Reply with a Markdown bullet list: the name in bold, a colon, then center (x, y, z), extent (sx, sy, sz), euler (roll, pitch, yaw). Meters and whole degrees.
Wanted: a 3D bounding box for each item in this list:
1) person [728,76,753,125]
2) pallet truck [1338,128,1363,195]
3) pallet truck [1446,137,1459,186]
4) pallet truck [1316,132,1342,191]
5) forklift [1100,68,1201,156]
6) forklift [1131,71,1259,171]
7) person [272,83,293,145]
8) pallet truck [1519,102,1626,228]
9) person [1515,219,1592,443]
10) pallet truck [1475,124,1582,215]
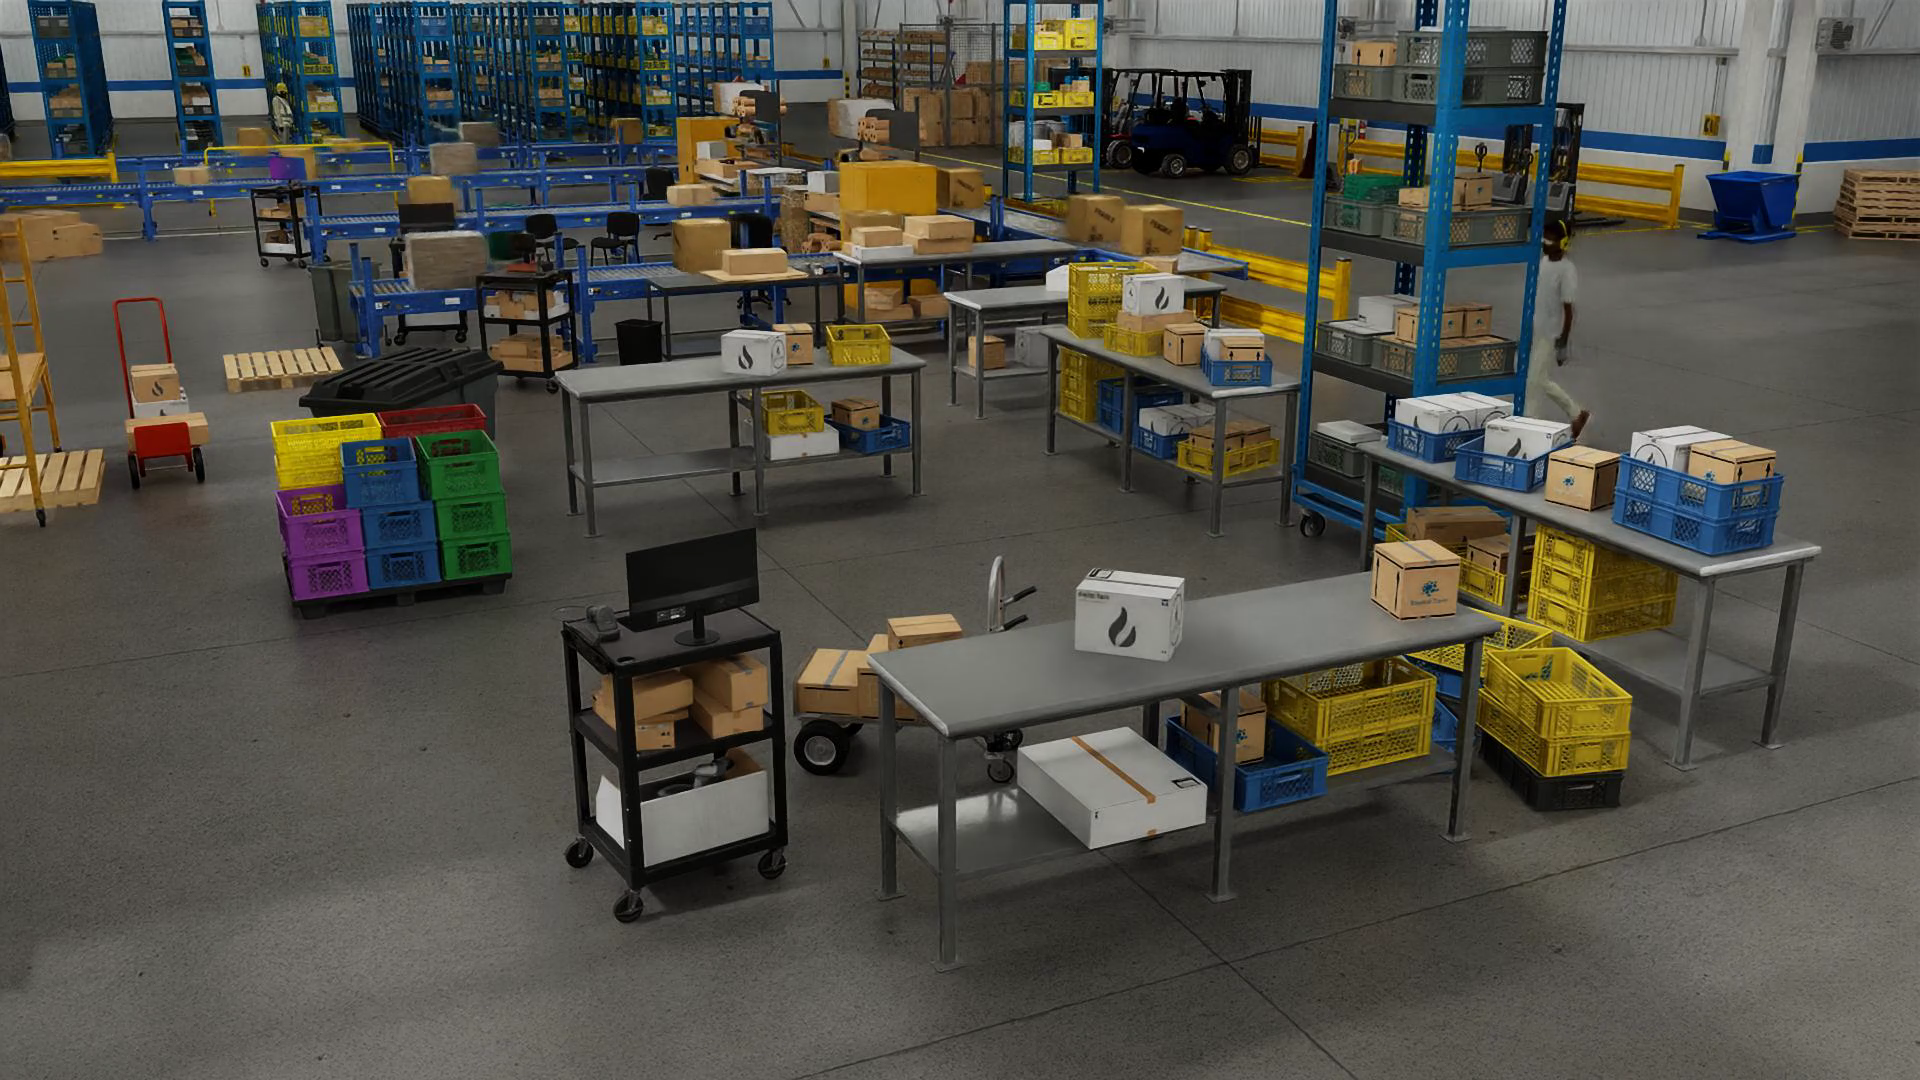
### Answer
- **person**: center (-4.938, -9.424, 37.456), extent (0.613, 1.997, 0.374), euler (3, 18, 9)
- **pallet truck**: center (7.845, -7.140, 31.411), extent (1.522, 1.261, 0.704), euler (-9, 20, -25)
- **pallet truck**: center (9.184, -6.485, 29.328), extent (1.630, 1.274, 0.653), euler (-8, 19, -23)
- **pallet truck**: center (7.723, -7.504, 32.656), extent (1.601, 1.201, 0.680), euler (-8, 19, -23)
- **forklift**: center (4.082, -9.564, 37.410), extent (2.680, 1.987, 1.157), euler (-8, 19, -23)
- **forklift**: center (4.998, -8.936, 35.413), extent (2.680, 1.987, 1.157), euler (-9, 20, -25)
- **person**: center (-15.400, -9.477, 37.904), extent (0.403, 1.826, 0.586), euler (-2, 18, -5)
- **pallet truck**: center (9.972, -6.037, 26.785), extent (1.885, 1.965, 0.823), euler (-9, 20, -25)
- **person**: center (4.650, -1.602, 13.059), extent (0.815, 1.847, 0.519), euler (-2, 18, -5)
- **pallet truck**: center (9.707, -6.455, 28.103), extent (1.885, 1.965, 0.823), euler (-7, 19, -20)
